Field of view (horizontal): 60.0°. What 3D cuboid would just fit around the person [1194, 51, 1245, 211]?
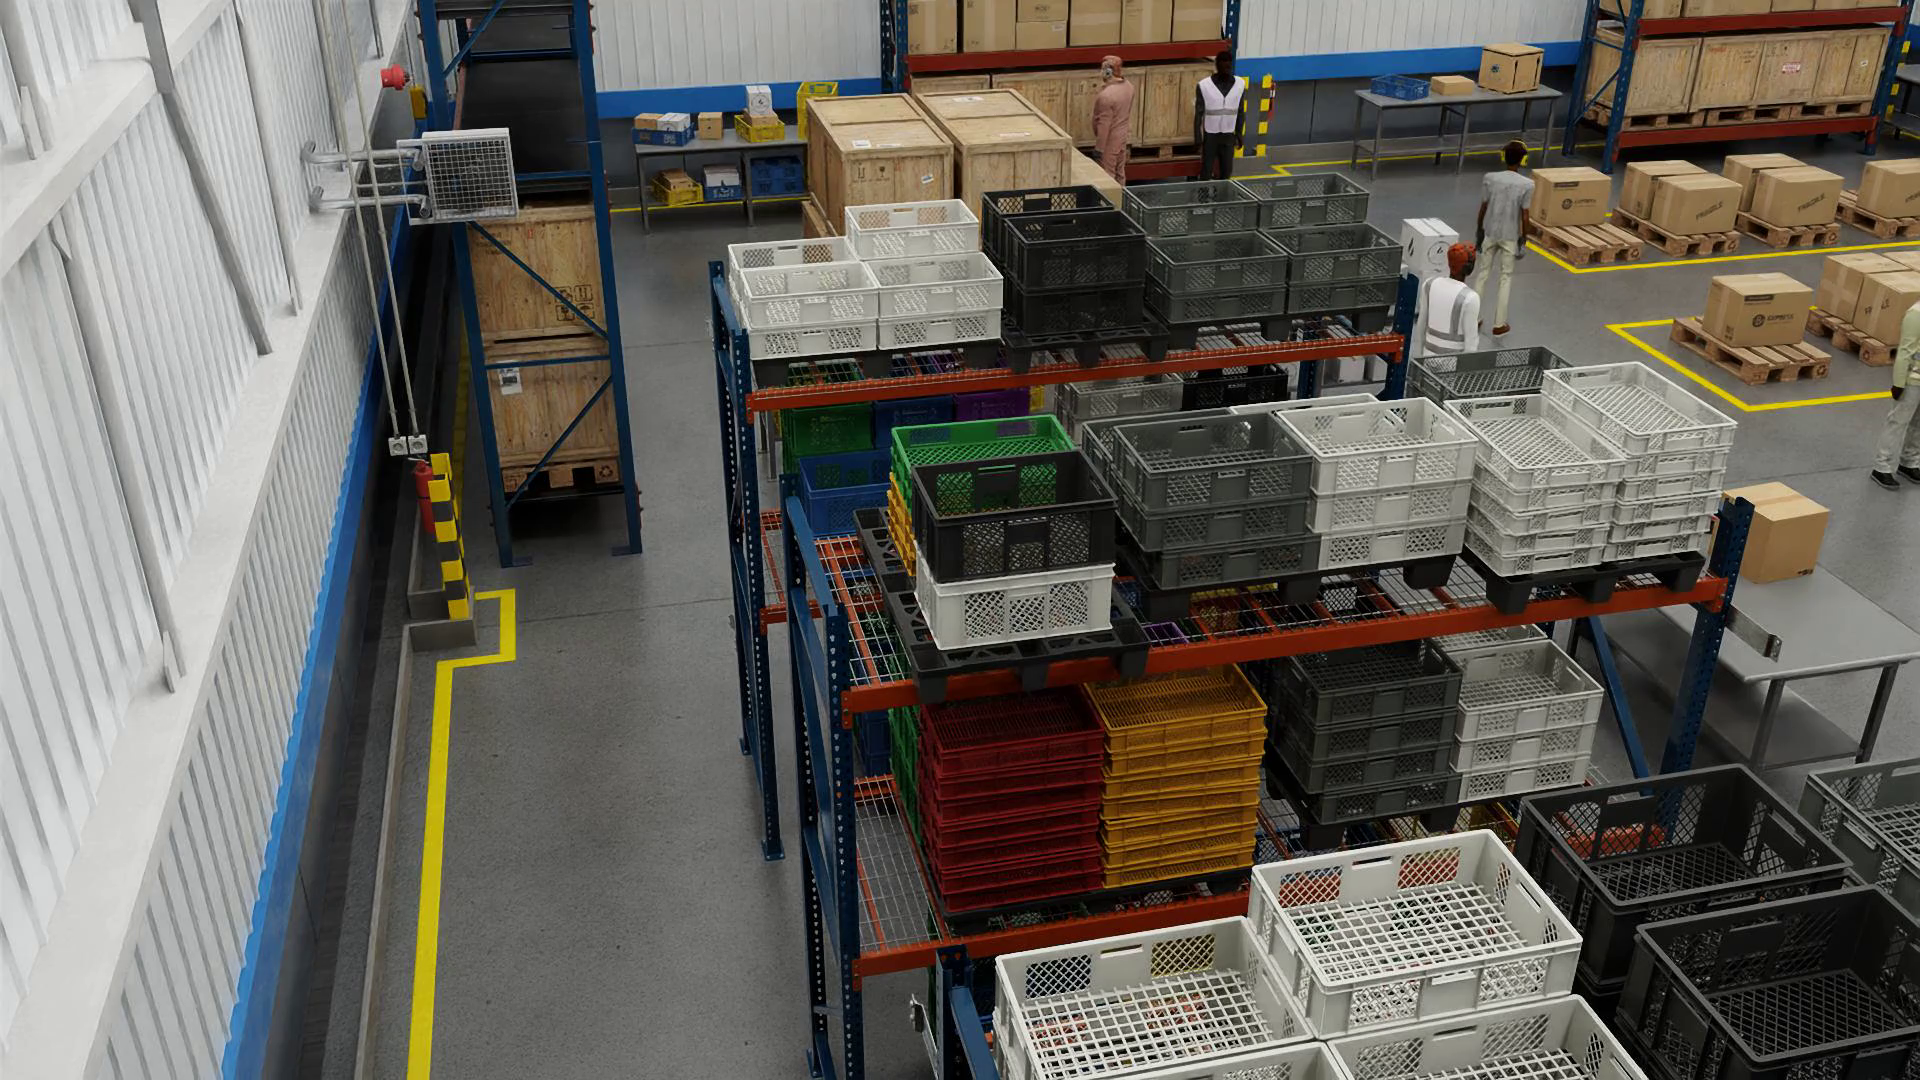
[{"bbox_3d":[2.967,-4.668,19.136,0.597,1.908,0.409,-6,28,-11],"label":"person"}]

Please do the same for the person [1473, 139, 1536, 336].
[{"bbox_3d":[5.129,-2.855,15.751,0.494,1.857,0.331,18,33,30],"label":"person"}]

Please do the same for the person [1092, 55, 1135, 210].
[{"bbox_3d":[1.691,-4.522,18.853,0.410,1.912,0.641,16,32,27],"label":"person"}]

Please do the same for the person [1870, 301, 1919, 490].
[{"bbox_3d":[7.426,-1.265,12.768,0.580,1.822,0.403,-7,29,-14],"label":"person"}]

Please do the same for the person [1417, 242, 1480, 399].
[{"bbox_3d":[3.788,-1.399,12.954,0.353,1.883,0.573,-15,31,-26],"label":"person"}]
